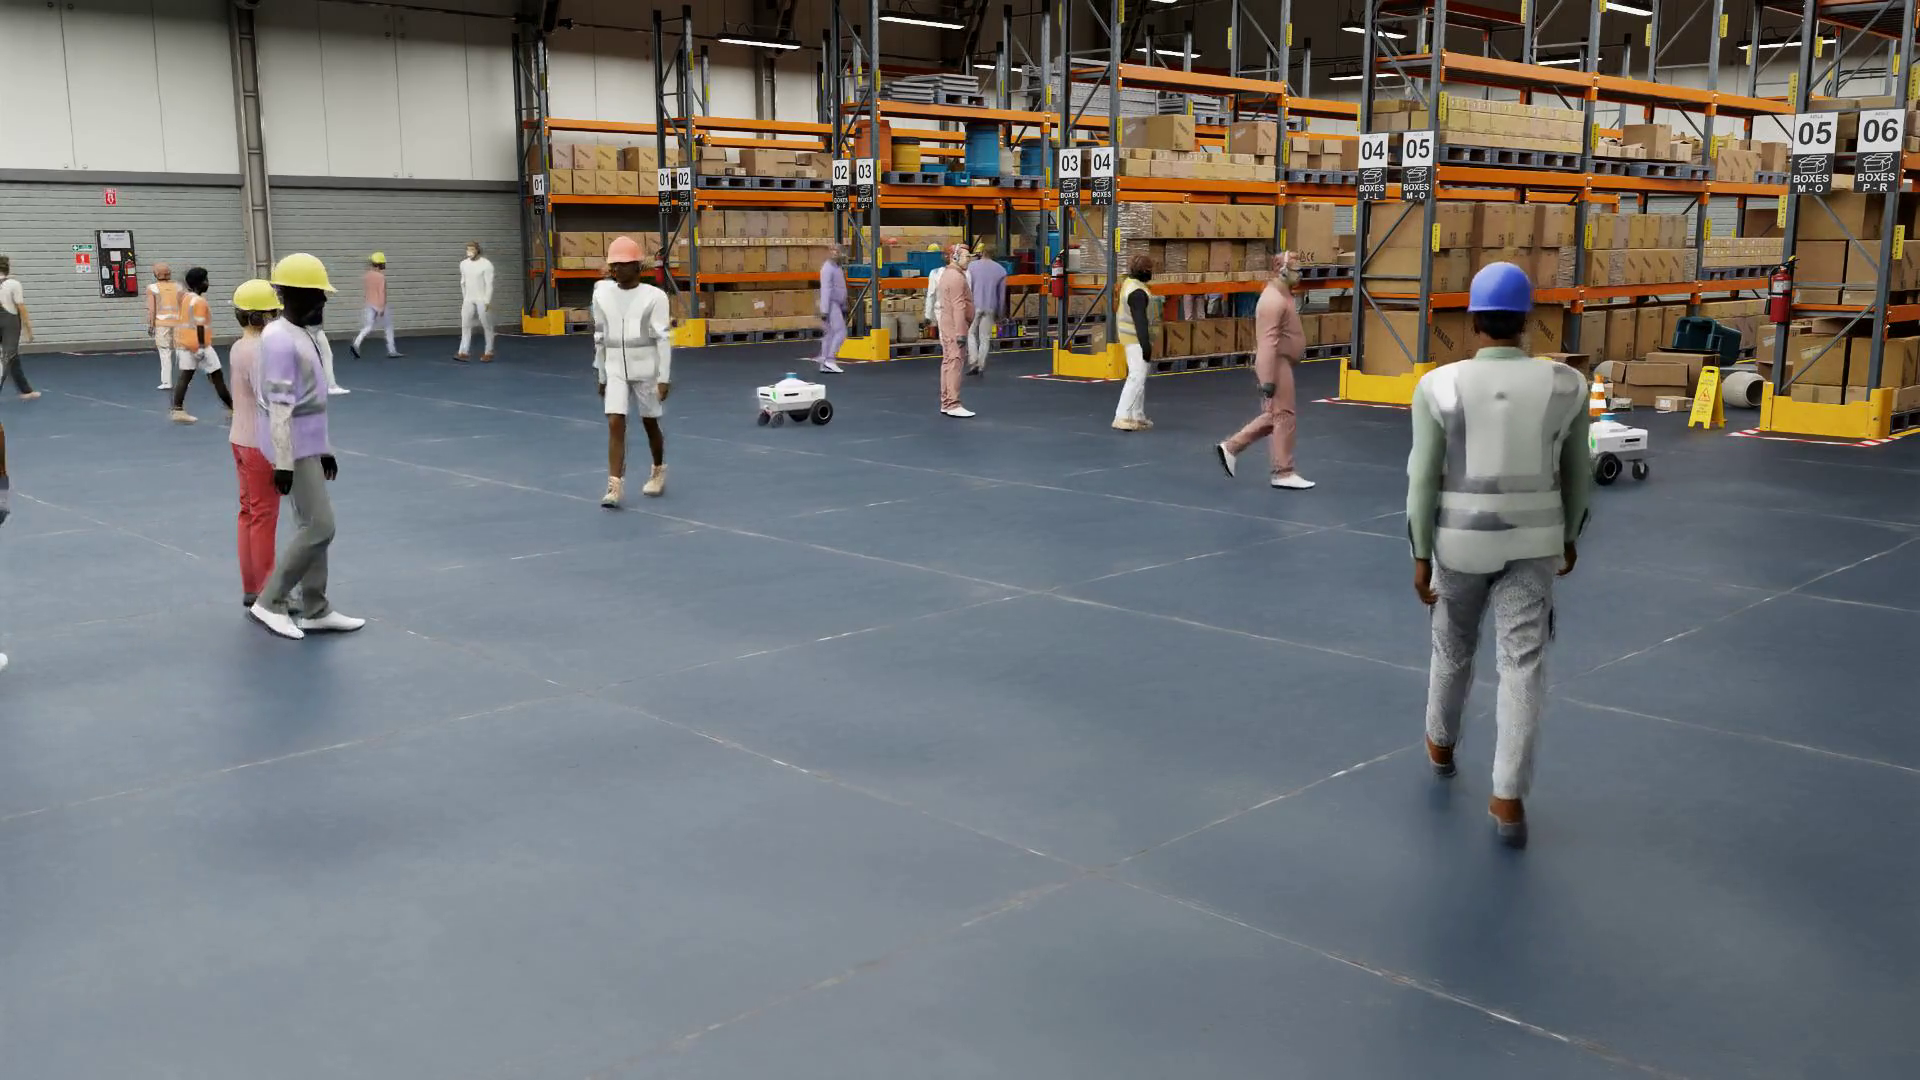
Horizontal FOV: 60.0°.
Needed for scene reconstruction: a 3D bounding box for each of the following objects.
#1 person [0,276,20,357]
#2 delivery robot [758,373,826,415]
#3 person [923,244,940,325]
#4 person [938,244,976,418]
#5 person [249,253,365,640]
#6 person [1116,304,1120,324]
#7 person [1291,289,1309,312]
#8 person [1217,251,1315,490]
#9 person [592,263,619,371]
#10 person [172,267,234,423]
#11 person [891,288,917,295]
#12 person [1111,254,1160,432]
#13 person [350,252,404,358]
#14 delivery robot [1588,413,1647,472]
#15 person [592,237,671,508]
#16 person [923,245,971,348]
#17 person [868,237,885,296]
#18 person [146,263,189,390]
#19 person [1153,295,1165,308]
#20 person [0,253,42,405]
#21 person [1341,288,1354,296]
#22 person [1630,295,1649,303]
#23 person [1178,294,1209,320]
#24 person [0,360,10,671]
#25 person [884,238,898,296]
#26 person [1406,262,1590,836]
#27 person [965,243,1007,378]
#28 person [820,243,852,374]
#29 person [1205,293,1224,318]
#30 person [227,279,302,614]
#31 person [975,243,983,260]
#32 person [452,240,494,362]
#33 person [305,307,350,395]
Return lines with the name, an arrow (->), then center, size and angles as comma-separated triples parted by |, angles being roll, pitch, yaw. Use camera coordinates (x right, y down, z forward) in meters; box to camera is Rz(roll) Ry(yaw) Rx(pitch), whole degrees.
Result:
person -> -15.673, -3.808, 27.296 | 0.533, 1.619, 0.362 | 6, 12, 30
delivery robot -> -1.793, -1.543, 17.755 | 0.707, 0.478, 0.477 | -8, 13, -39
person -> -0.509, -4.857, 32.477 | 0.404, 1.833, 0.590 | -9, 14, -41
person -> -0.020, -2.330, 18.510 | 0.400, 1.903, 0.644 | -2, 11, -12
person -> -3.268, -0.461, 8.276 | 0.448, 1.914, 0.604 | -3, 11, -15
person -> 3.430, -5.264, 34.710 | 0.512, 1.825, 0.556 | -3, 11, -15
person -> 6.110, -4.502, 30.284 | 0.594, 1.925, 0.370 | 10, 14, 43
person -> 2.463, -1.352, 13.233 | 0.709, 1.880, 0.662 | 3, 11, 13
person -> -5.175, -3.280, 24.524 | 0.532, 1.596, 0.860 | 6, 12, 30
person -> -8.098, -2.089, 17.850 | 0.834, 1.646, 0.545 | -10, 14, -43
person -> -1.254, -5.578, 36.558 | 0.715, 1.784, 0.451 | -2, 11, -13
person -> 1.812, -2.018, 17.082 | 0.488, 1.807, 0.733 | 0, 10, -2
person -> -9.577, -3.833, 27.179 | 0.518, 1.730, 0.828 | 7, 13, 35
delivery robot -> 5.333, -0.805, 13.734 | 0.707, 0.478, 0.477 | -6, 12, -29
person -> -2.455, -1.271, 12.509 | 0.627, 1.992, 1.042 | 2, 11, 8
person -> -0.184, -2.911, 21.790 | 0.583, 1.857, 0.795 | 4, 11, 19
person -> -1.786, -5.753, 36.856 | 0.776, 2.024, 0.621 | -7, 13, -35
person -> -10.325, -2.778, 21.678 | 0.312, 1.636, 0.518 | 8, 13, 38
person -> 3.379, -4.207, 29.122 | 0.533, 1.767, 0.314 | 9, 14, 41
person -> -11.426, -2.528, 19.892 | 0.520, 1.806, 0.975 | 2, 11, 12
person -> 8.041, -5.058, 33.404 | 0.676, 1.895, 1.000 | -3, 11, -17
person -> 14.124, -5.256, 34.473 | 0.636, 1.895, 0.475 | 4, 11, 18
person -> 4.150, -4.381, 29.432 | 0.622, 1.996, 0.369 | -3, 11, -17
person -> -4.473, -0.253, 7.331 | 0.517, 1.853, 0.760 | -4, 11, -21
person -> -1.559, -5.983, 38.335 | 0.542, 1.938, 0.357 | 10, 14, 42
person -> 1.866, -0.004, 5.823 | 0.627, 1.899, 0.987 | 2, 11, 11
person -> 0.328, -3.243, 23.517 | 0.686, 1.890, 0.492 | -2, 11, -11
person -> -1.833, -3.368, 24.259 | 0.550, 1.881, 0.638 | 1, 10, 3
person -> 4.535, -4.296, 29.180 | 0.541, 1.929, 0.386 | -2, 11, -9
person -> -3.720, -0.498, 8.890 | 0.328, 1.769, 0.526 | -8, 13, -36
person -> 0.474, -5.112, 33.869 | 0.403, 1.831, 0.597 | -6, 12, -31
person -> -7.671, -3.743, 26.183 | 0.648, 1.901, 0.940 | 4, 11, 20
person -> -8.200, -2.630, 20.965 | 0.782, 1.608, 0.501 | -5, 12, -27
